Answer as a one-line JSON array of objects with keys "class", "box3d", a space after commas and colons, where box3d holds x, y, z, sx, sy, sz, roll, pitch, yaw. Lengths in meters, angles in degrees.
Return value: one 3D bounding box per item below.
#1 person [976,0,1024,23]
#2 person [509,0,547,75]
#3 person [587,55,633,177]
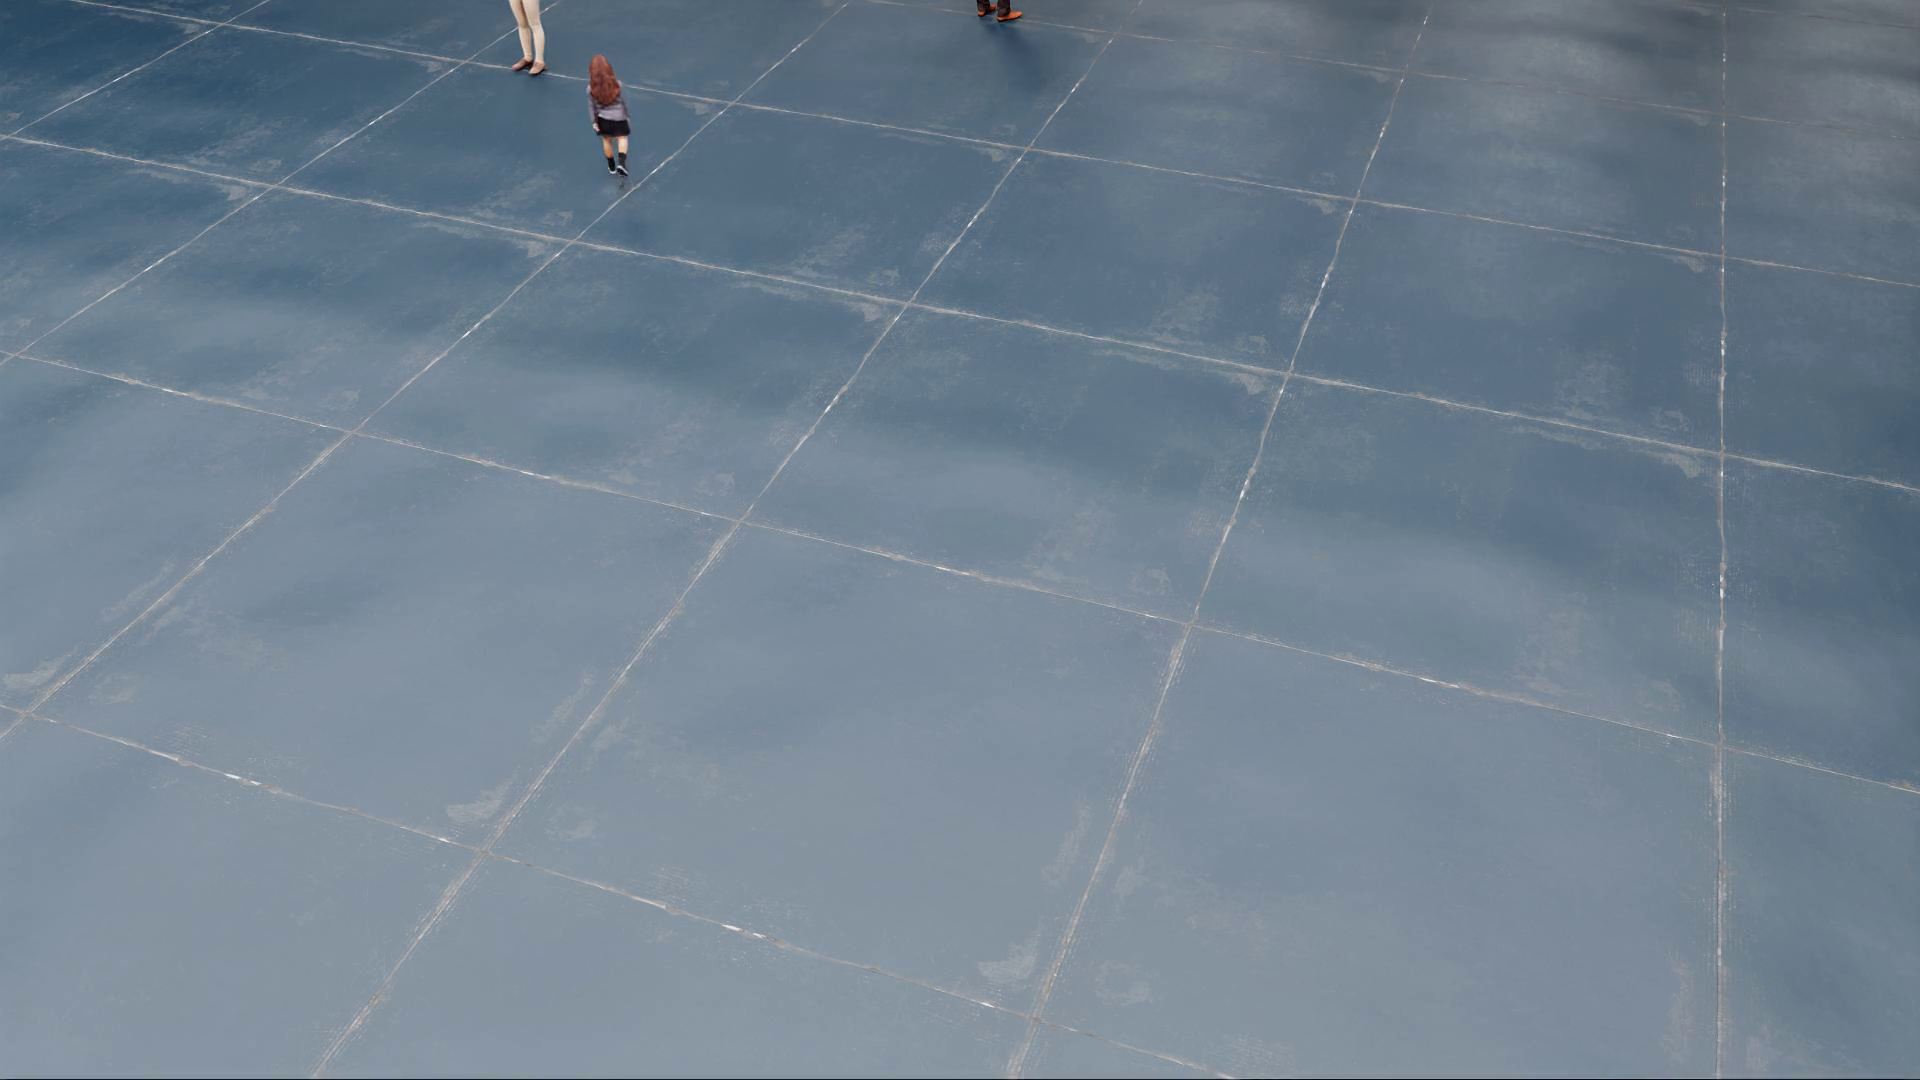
[{"class": "person", "box3d": [0.375, -6.345, 17.301, 0.769, 1.808, 0.727, 29, 46, 32]}, {"class": "person", "box3d": [-4.273, -5.426, 16.254, 0.649, 1.652, 0.584, 13, 40, 16]}, {"class": "person", "box3d": [-3.036, -3.676, 14.466, 0.650, 1.098, 0.738, -7, 39, -9]}]
